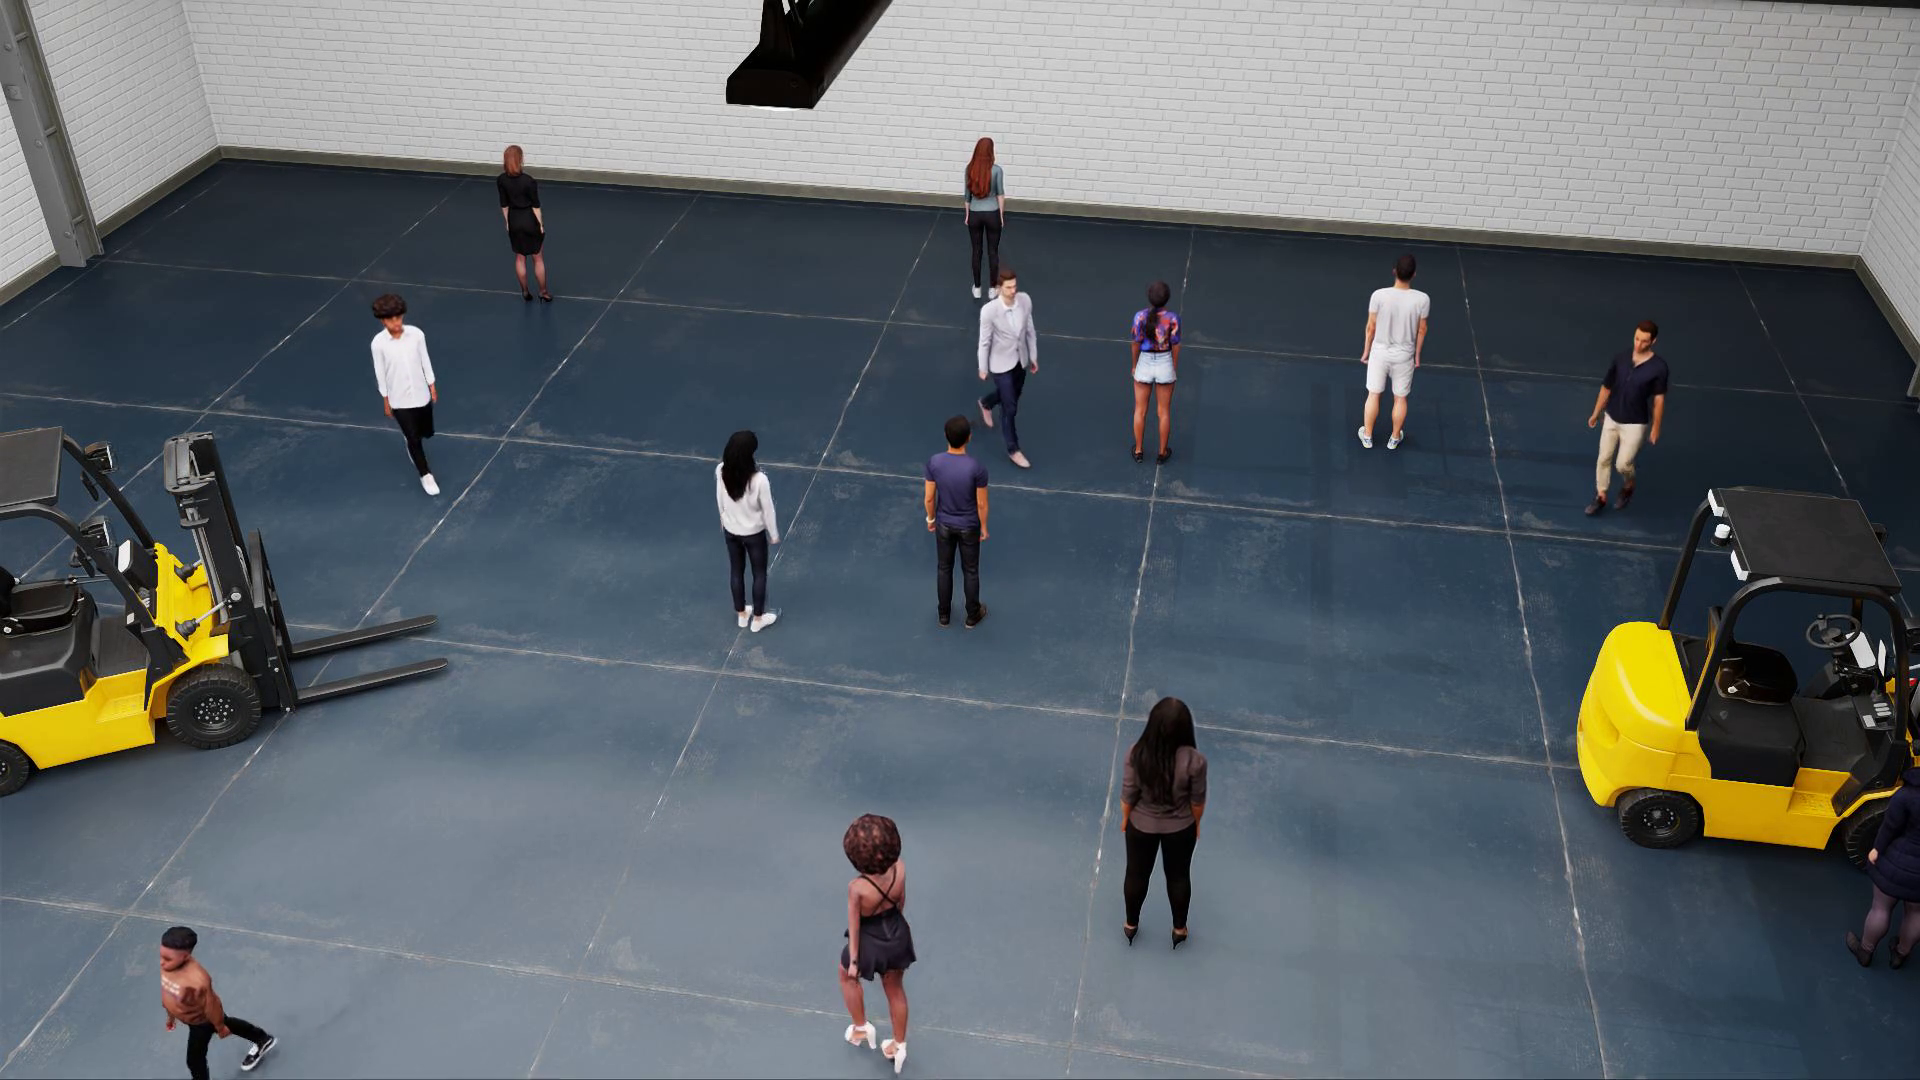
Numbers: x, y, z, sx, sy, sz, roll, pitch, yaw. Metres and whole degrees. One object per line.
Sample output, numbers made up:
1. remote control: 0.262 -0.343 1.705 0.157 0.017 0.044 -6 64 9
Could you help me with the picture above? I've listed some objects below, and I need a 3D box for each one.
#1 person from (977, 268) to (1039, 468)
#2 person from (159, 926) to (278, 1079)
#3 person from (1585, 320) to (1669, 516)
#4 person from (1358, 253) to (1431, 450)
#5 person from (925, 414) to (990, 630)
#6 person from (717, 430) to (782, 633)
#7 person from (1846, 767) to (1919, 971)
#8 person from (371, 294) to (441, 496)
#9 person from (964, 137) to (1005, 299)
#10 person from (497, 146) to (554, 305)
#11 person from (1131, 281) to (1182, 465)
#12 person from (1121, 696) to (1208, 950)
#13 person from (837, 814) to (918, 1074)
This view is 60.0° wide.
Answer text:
1. person: 0.378 -1.595 14.711 1.172 1.813 1.234 -21 39 -29
2. person: -4.070 2.527 9.037 0.807 1.230 0.978 25 41 33
3. person: 5.587 -1.034 13.847 0.911 1.835 0.864 -25 41 -33
4. person: 3.844 -1.668 14.783 0.670 1.855 0.560 7 34 10
5. person: -0.023 -0.125 12.517 0.632 1.793 0.517 7 34 10
6. person: -1.619 -0.085 12.552 0.671 1.689 0.634 7 34 10
7. person: 5.559 1.845 9.663 0.657 1.673 0.625 7 34 10
8. person: -4.758 -1.290 14.270 1.016 1.793 1.078 -21 39 -28
9. person: 0.256 -3.378 17.457 0.565 1.742 0.528 7 34 10
10. person: -4.542 -3.273 17.334 0.585 1.704 0.497 7 34 10
11. person: 1.706 -1.477 14.598 0.584 1.741 0.508 7 34 10
12. person: 1.181 1.682 9.756 0.634 1.841 0.580 7 34 10
13. person: -0.393 2.247 8.966 0.727 1.774 0.788 -23 40 -30
